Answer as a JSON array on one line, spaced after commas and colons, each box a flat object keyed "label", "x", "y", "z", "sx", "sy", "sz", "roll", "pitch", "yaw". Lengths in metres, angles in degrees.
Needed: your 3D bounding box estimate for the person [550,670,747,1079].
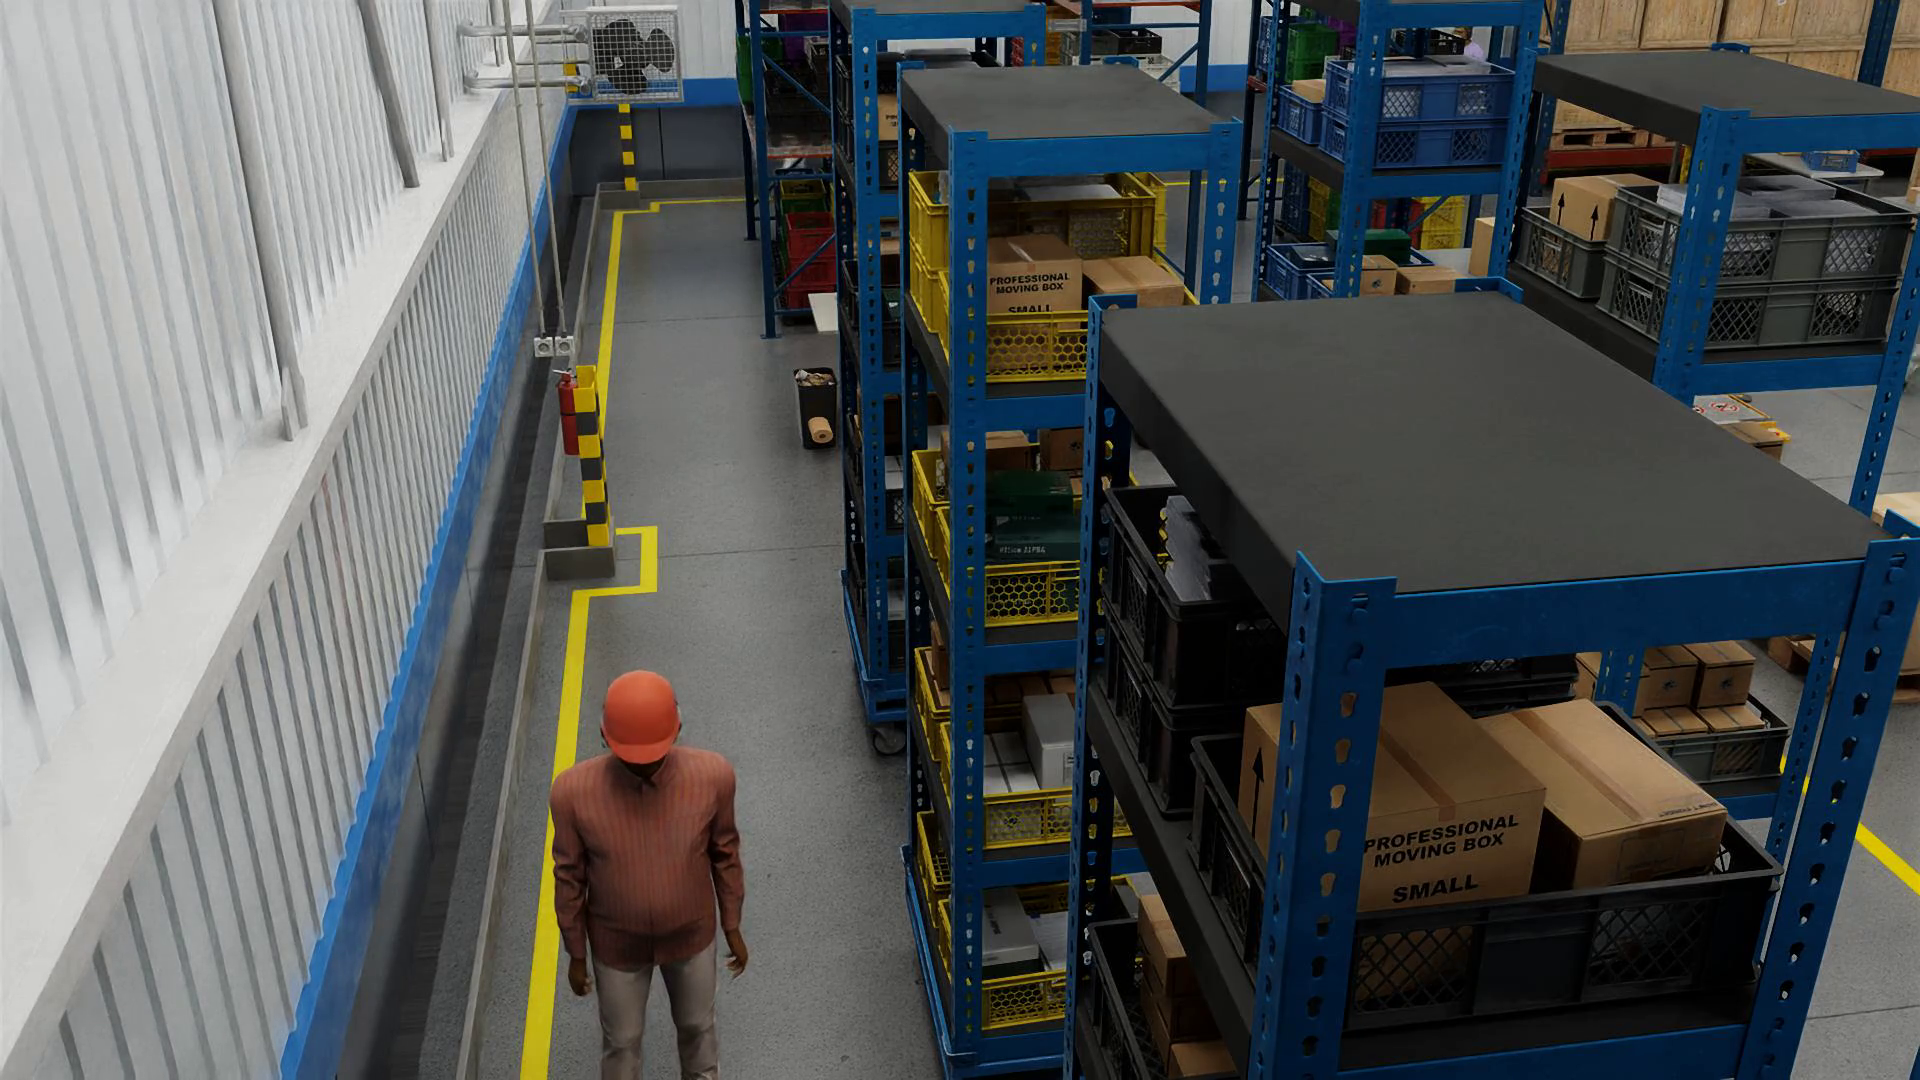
[{"label": "person", "x": -0.993, "y": 1.293, "z": 5.419, "sx": 0.608, "sy": 1.985, "sz": 0.394, "roll": -7, "pitch": 26, "yaw": -16}]
